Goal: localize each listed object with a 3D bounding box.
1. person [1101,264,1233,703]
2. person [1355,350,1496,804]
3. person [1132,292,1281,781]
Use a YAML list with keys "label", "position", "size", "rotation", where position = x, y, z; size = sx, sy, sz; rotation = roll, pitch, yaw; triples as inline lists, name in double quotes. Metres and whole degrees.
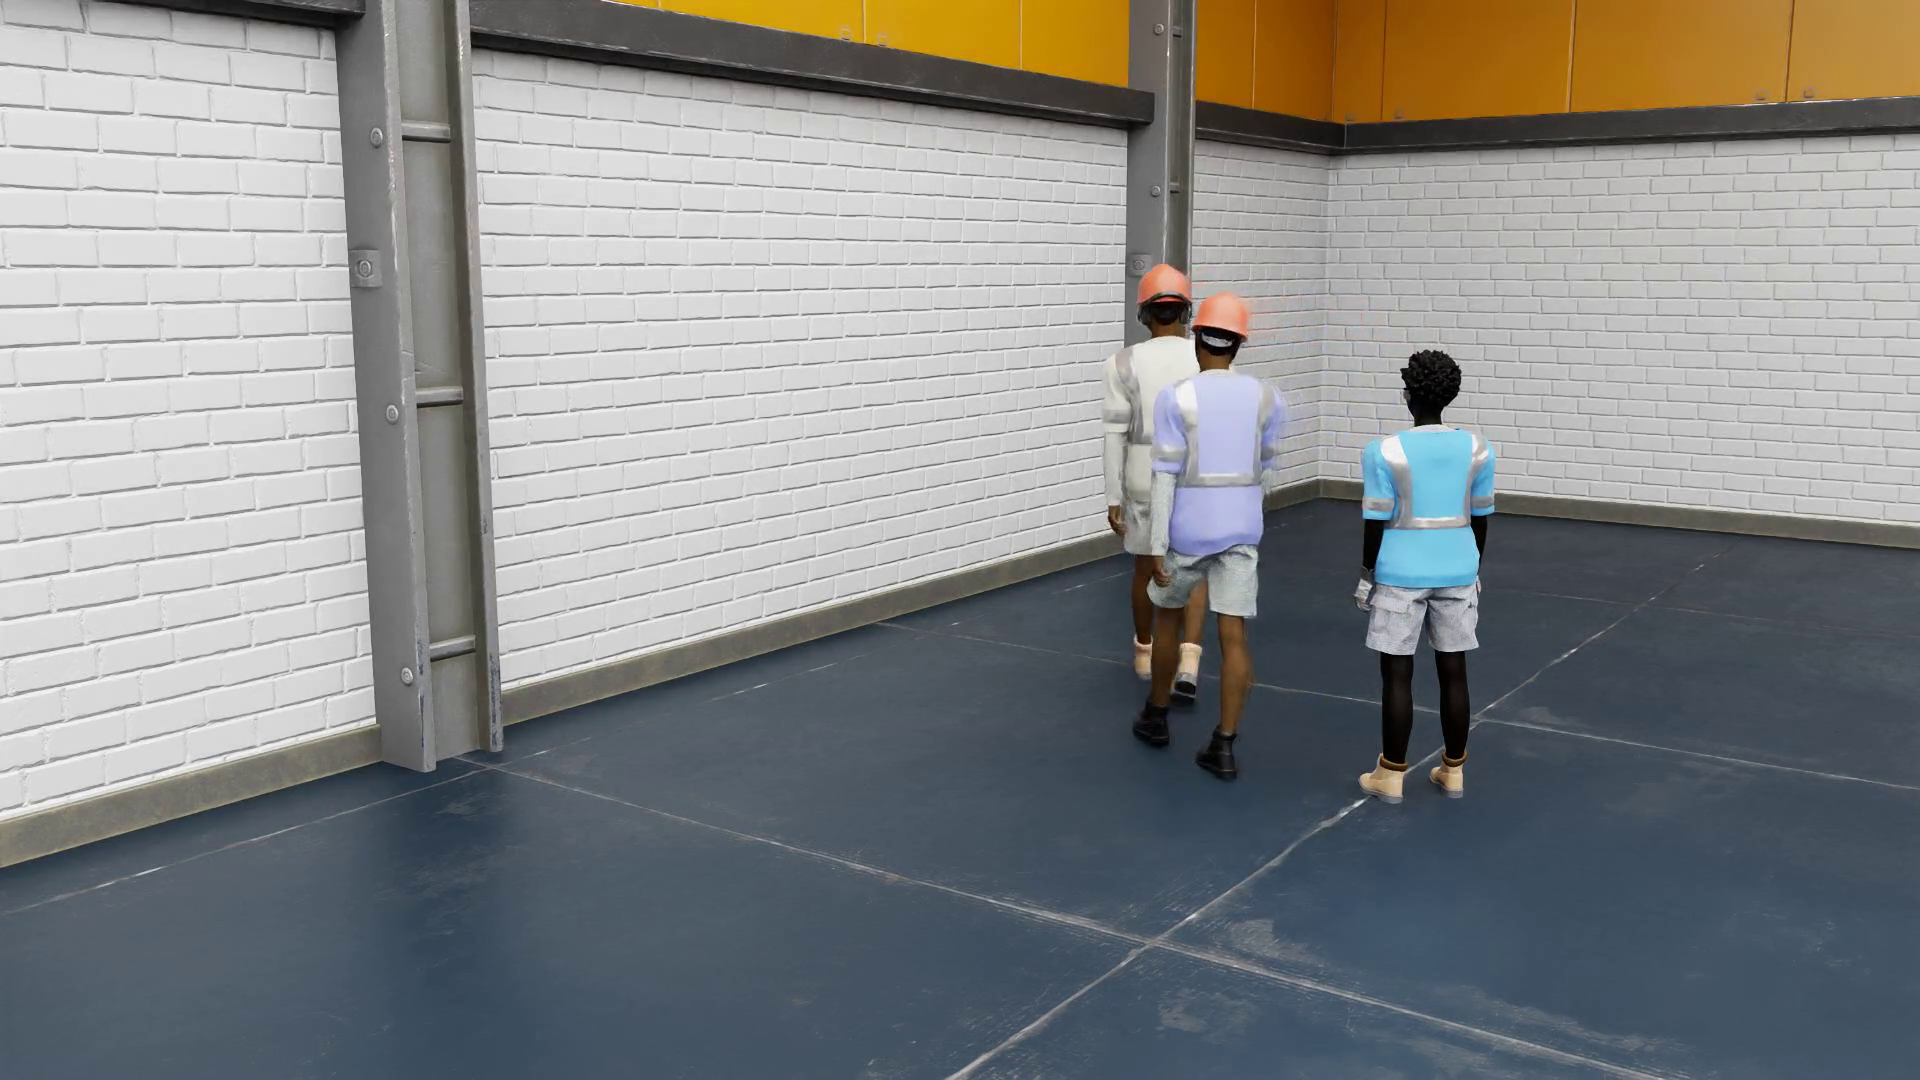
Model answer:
- label: "person"
  position: [0.965, -0.268, 7.728]
  size: [0.630, 2.014, 0.926]
  rotation: [1, 10, 7]
- label: "person"
  position: [1.725, 0.143, 6.211]
  size: [0.532, 1.696, 0.319]
  rotation: [-2, 10, -12]
- label: "person"
  position: [0.983, -0.042, 6.724]
  size: [0.559, 1.884, 0.890]
  rotation: [-2, 10, -11]
